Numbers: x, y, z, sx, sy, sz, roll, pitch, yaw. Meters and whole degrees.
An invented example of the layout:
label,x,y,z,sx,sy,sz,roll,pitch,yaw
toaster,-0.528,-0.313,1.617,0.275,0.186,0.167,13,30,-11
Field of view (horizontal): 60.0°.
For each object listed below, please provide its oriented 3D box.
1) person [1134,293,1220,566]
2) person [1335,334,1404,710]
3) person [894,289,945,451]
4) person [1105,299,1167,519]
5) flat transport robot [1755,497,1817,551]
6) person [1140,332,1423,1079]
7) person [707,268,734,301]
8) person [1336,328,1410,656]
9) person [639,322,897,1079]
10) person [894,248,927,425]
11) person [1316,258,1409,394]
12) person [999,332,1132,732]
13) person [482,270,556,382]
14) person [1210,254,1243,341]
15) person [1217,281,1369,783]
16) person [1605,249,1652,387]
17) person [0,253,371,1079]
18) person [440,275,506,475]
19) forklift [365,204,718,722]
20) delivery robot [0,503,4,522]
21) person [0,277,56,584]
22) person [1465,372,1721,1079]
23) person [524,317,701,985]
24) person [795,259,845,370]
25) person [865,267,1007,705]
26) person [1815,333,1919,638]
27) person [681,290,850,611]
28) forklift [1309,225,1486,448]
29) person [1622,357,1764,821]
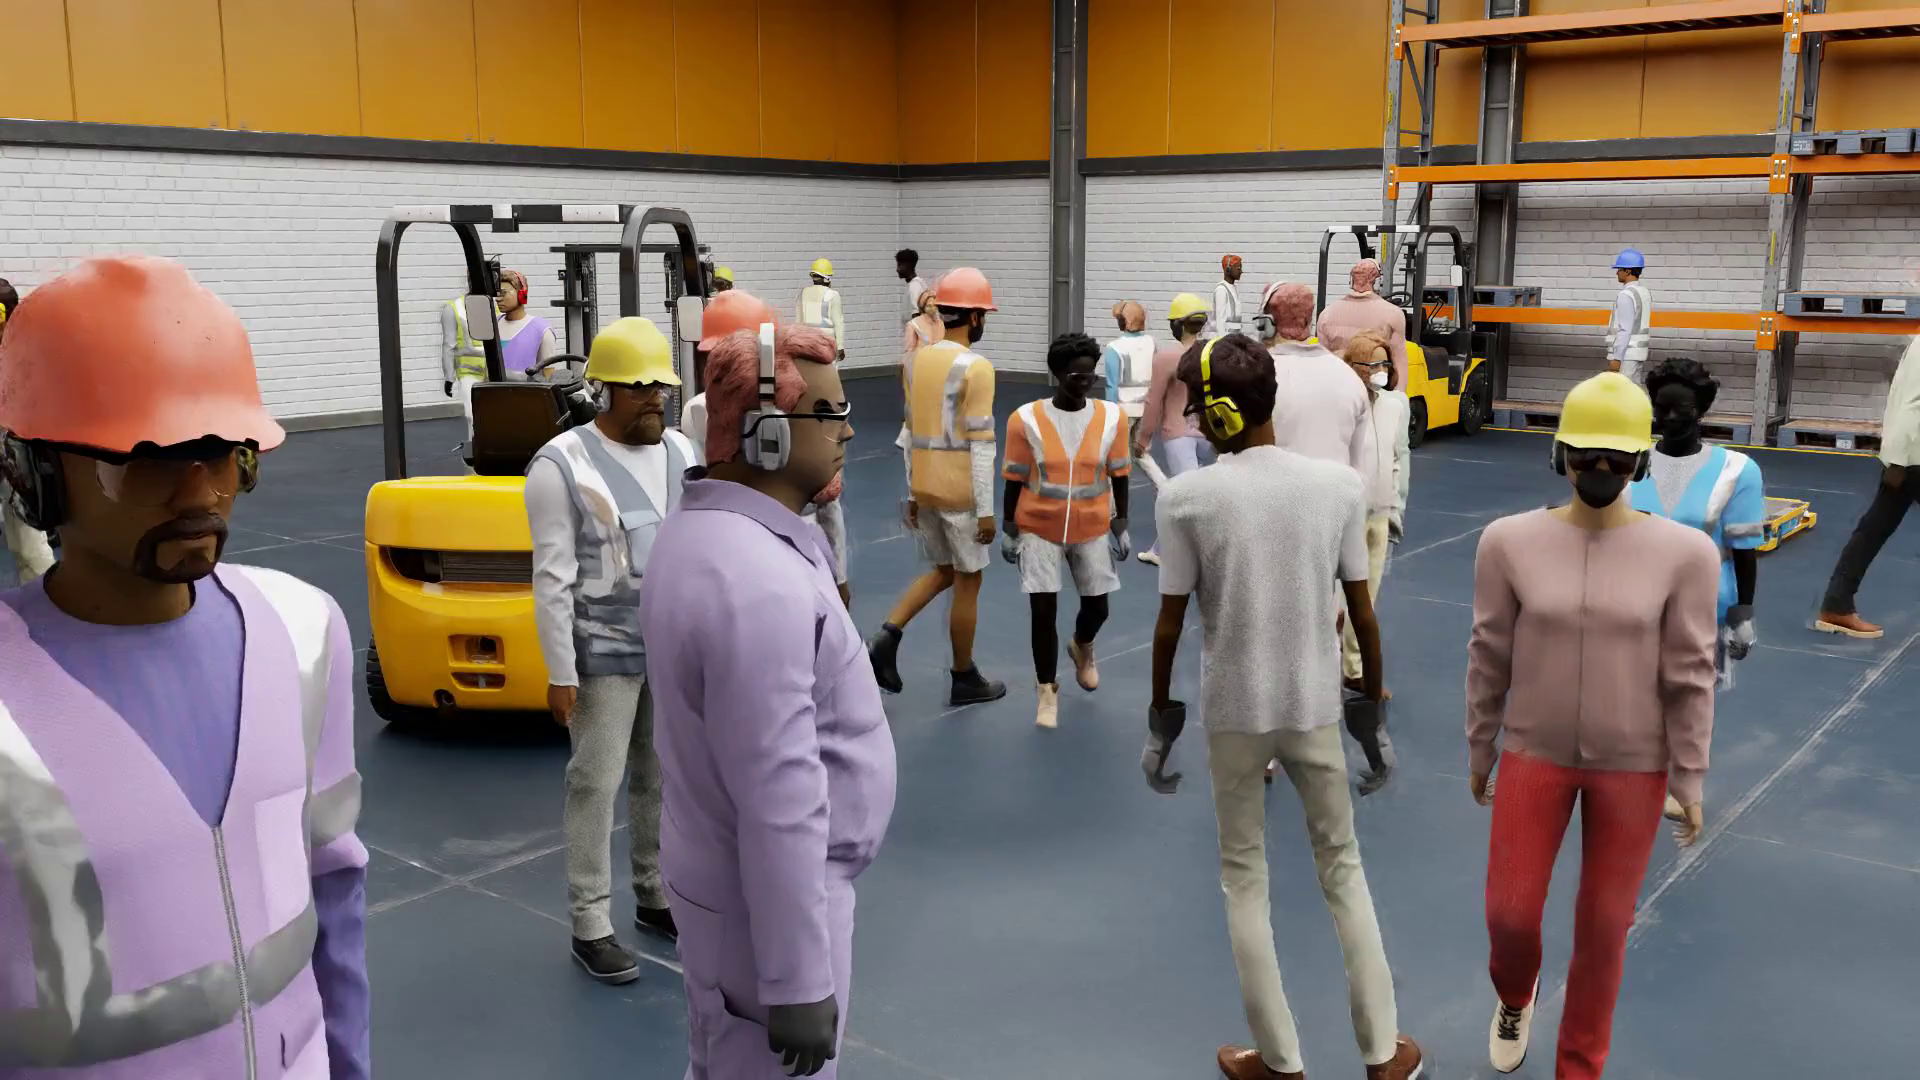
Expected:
label,x,y,z,sx,sy,sz,roll,pitch,yaw
person,1.378,-0.621,10.047,0.526,1.718,0.913,-8,13,-37
person,1.741,-0.081,7.278,0.507,1.632,0.265,-6,12,-31
person,-0.382,-1.525,15.411,0.790,1.597,0.550,8,13,38
person,1.241,-0.891,11.783,0.523,1.621,0.616,-8,13,-36
flat transport robot,5.356,-0.143,11.397,0.652,0.197,1.431,8,13,38
person,0.756,0.428,3.922,0.652,1.827,0.392,0,10,-1
person,-2.538,-2.110,18.260,0.545,1.725,0.872,2,10,13
person,1.866,-0.197,7.943,0.509,1.616,0.598,9,13,40
person,-0.301,0.599,2.754,0.403,1.906,0.651,-3,11,-17
person,-0.498,-2.242,18.420,0.473,1.943,0.636,0,10,-1
person,2.792,-0.984,11.517,0.637,1.911,0.406,6,12,31
person,0.434,-0.054,7.030,0.555,1.674,0.601,0,10,-3
person,-2.793,-0.782,10.568,0.565,1.846,0.390,5,11,26
person,2.953,-2.212,18.427,0.351,1.878,0.568,4,11,21
person,1.237,-0.027,6.316,0.652,1.883,0.421,-6,12,-28
person,6.176,-1.708,15.420,0.388,1.947,0.615,8,13,37
person,-0.980,0.688,1.934,0.681,2.025,0.614,5,11,26
person,-3.909,-1.345,13.738,0.660,1.826,0.539,-9,13,-40
forklift,-1.766,-0.406,7.525,1.214,2.155,2.313,1,10,7
delivery robot,-6.285,-0.283,11.127,0.707,0.478,0.477,-1,10,-7
person,-4.501,-0.315,7.924,0.311,1.869,0.530,-9,14,-42
person,1.401,0.497,3.750,0.524,1.752,0.398,4,11,21
person,-0.911,0.297,4.641,0.404,1.827,0.600,7,13,36
person,-1.499,-2.146,18.165,0.600,1.831,0.404,6,12,30
person,-0.089,-0.204,7.165,0.601,1.923,0.550,-7,12,-33
person,4.894,-0.415,8.284,1.064,1.929,0.633,6,12,30
person,-0.668,0.063,5.829,0.565,1.880,0.970,4,11,21
forklift,4.449,-2.115,16.993,1.214,2.155,2.313,8,13,38
person,2.388,0.210,5.581,0.533,1.662,0.824,6,12,29
